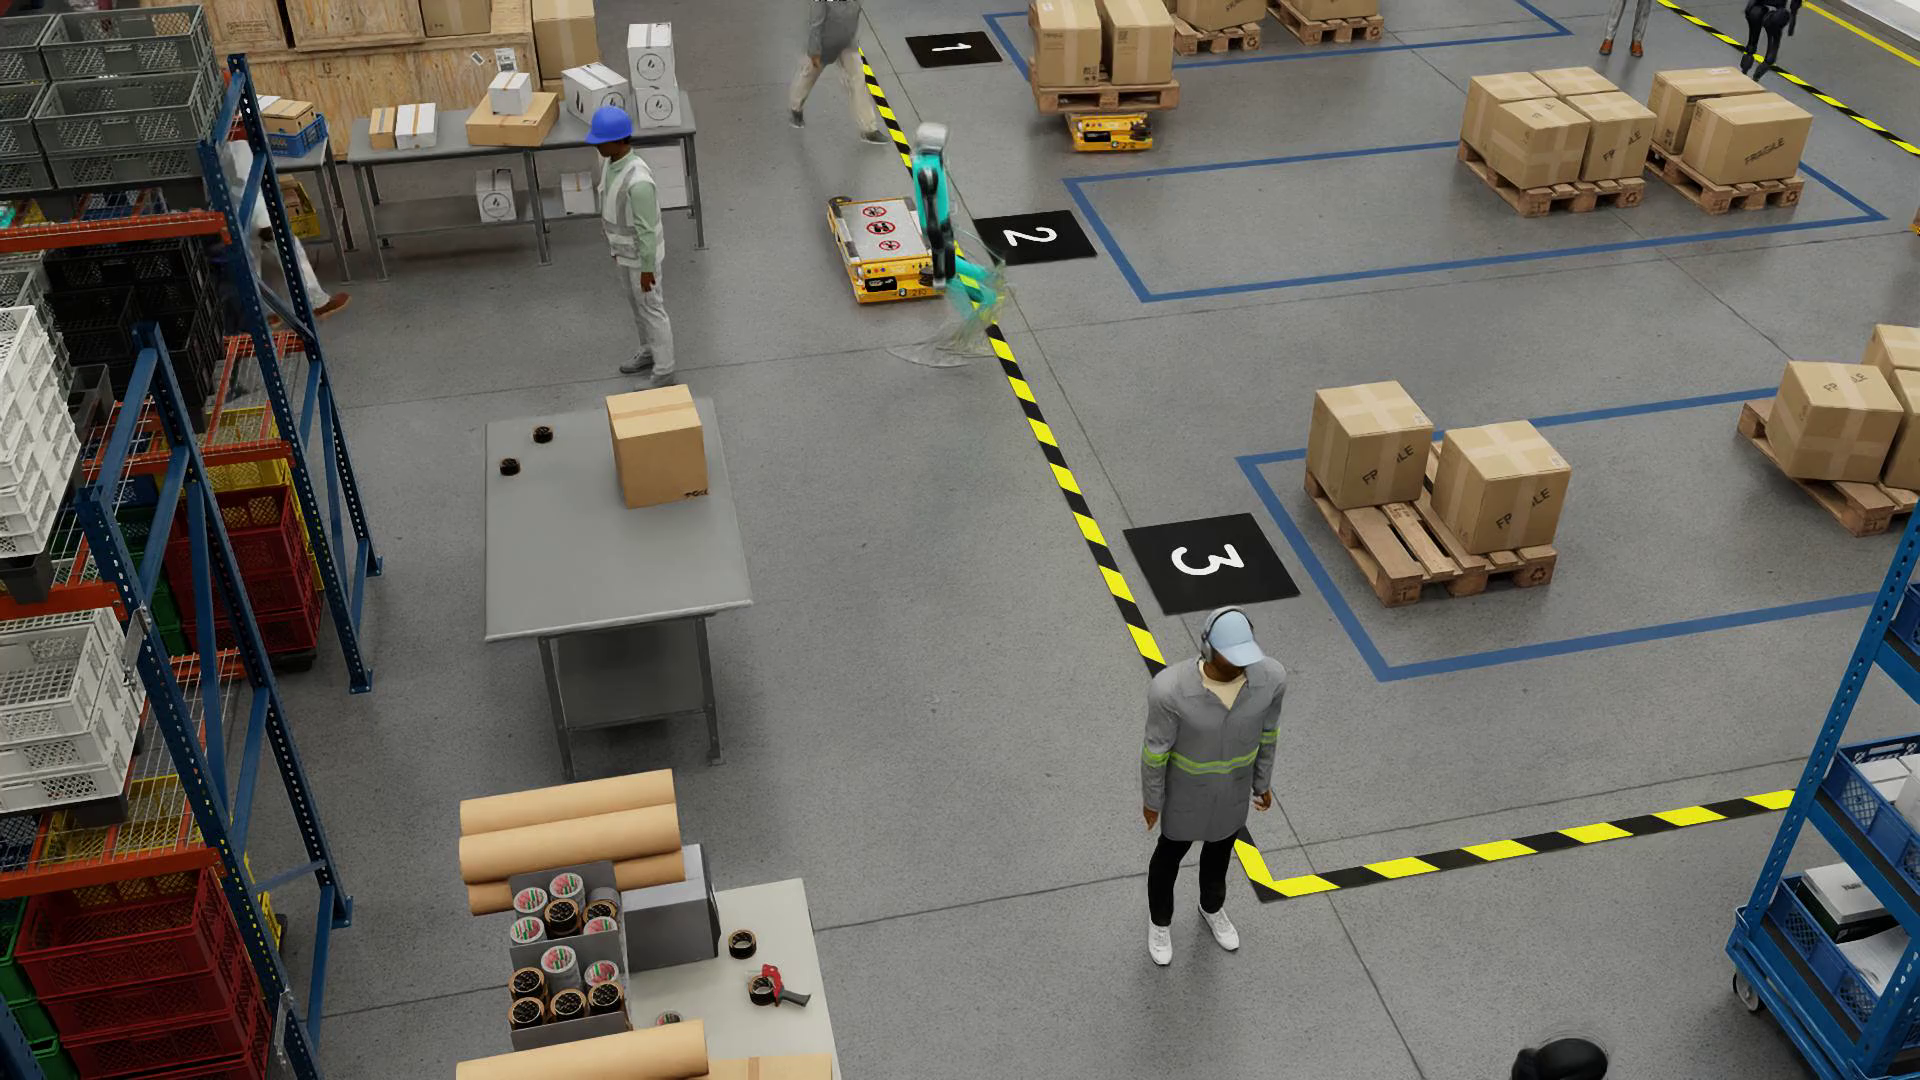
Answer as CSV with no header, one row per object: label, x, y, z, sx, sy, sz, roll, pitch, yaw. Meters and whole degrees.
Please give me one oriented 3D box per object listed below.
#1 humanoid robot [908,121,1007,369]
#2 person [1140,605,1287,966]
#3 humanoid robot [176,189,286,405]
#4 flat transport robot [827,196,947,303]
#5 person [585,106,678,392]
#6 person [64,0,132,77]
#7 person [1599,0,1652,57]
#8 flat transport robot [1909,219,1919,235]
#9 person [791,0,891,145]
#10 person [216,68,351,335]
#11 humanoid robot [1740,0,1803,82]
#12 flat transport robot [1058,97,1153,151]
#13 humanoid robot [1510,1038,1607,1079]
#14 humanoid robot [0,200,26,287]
humanoid robot,0.044,-1.898,10.762,0.735,1.677,0.533,-1,37,-1
person,1.025,1.018,6.859,0.592,1.852,0.368,-8,37,-11
humanoid robot,-4.762,-1.730,10.742,0.603,1.634,0.746,24,43,28
flat transport robot,-0.570,-2.220,12.538,0.659,0.231,1.431,-8,37,-10
person,-2.096,-1.856,10.651,0.412,1.939,0.609,-18,40,-23
person,-7.556,-4.648,14.489,0.404,1.830,0.600,-27,44,-31
person,6.418,-5.487,15.575,0.589,1.884,0.350,9,37,11
flat transport robot,7.929,-2.162,12.437,0.652,0.197,1.431,-12,38,-15
person,-1.083,-4.214,14.040,0.578,1.668,1.081,-30,46,-34
person,-4.721,-2.324,11.343,0.820,1.850,0.617,-29,46,-33
humanoid robot,7.158,-4.734,14.741,0.455,1.647,0.617,-12,38,-15
flat transport robot,1.249,-3.811,14.653,0.652,0.197,1.431,-3,37,-4
humanoid robot,1.936,2.164,5.478,0.411,1.638,0.613,-9,38,-12
humanoid robot,-6.025,-1.360,10.223,0.835,1.872,0.554,-6,37,-8
